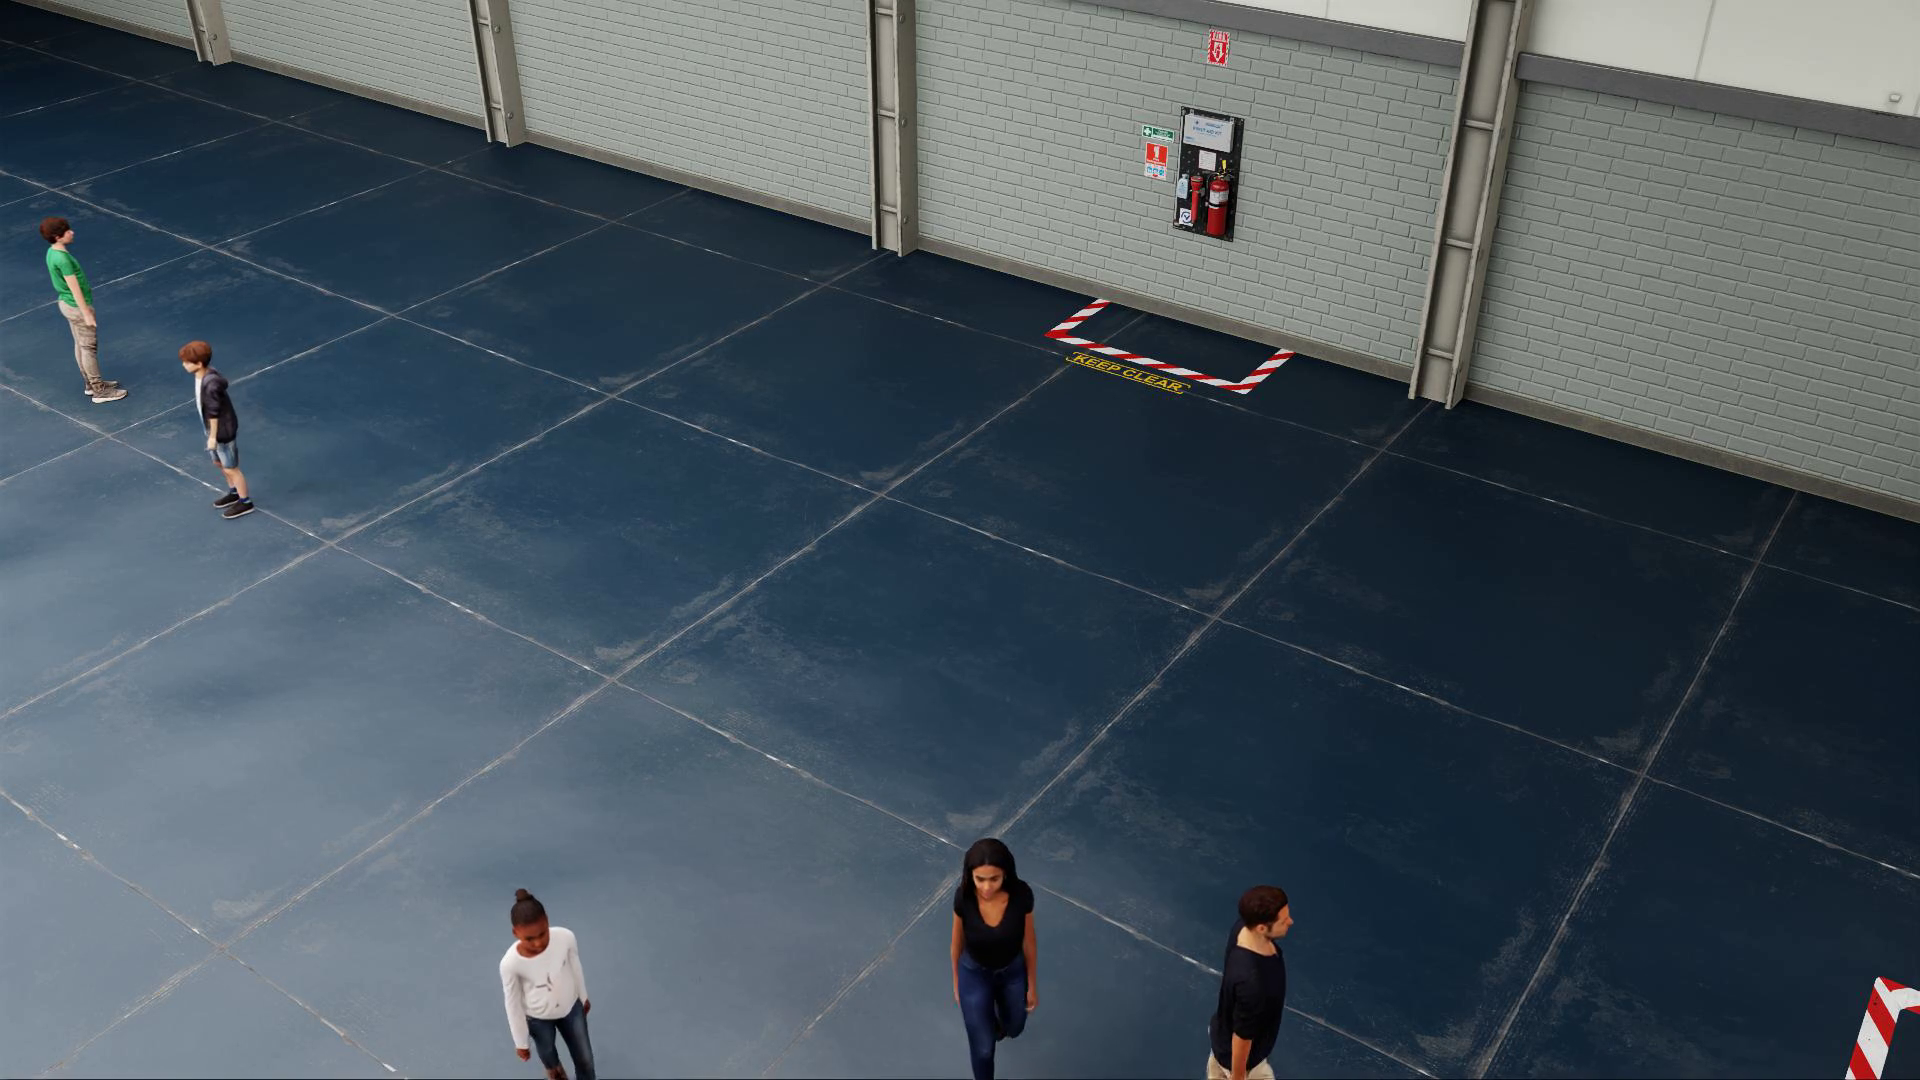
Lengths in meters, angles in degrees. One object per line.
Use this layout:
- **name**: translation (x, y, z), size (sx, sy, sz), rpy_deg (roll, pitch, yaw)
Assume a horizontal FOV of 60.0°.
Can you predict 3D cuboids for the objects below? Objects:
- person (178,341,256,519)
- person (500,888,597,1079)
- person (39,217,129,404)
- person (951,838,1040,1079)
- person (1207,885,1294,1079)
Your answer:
- **person**: translation (-5.679, -0.861, 12.768), size (0.668, 1.444, 0.557), rpy_deg (-22, 38, -31)
- **person**: translation (-1.973, 2.194, 7.934), size (0.738, 1.435, 0.887), rpy_deg (-17, 36, -25)
- **person**: translation (-7.642, -1.998, 14.377), size (0.710, 1.651, 0.565), rpy_deg (-22, 38, -31)
- **person**: translation (0.160, 2.039, 7.914), size (0.995, 1.719, 1.010), rpy_deg (-2, 32, -4)
- **person**: translation (1.175, 2.251, 7.458), size (0.820, 1.846, 0.799), rpy_deg (3, 32, 4)
